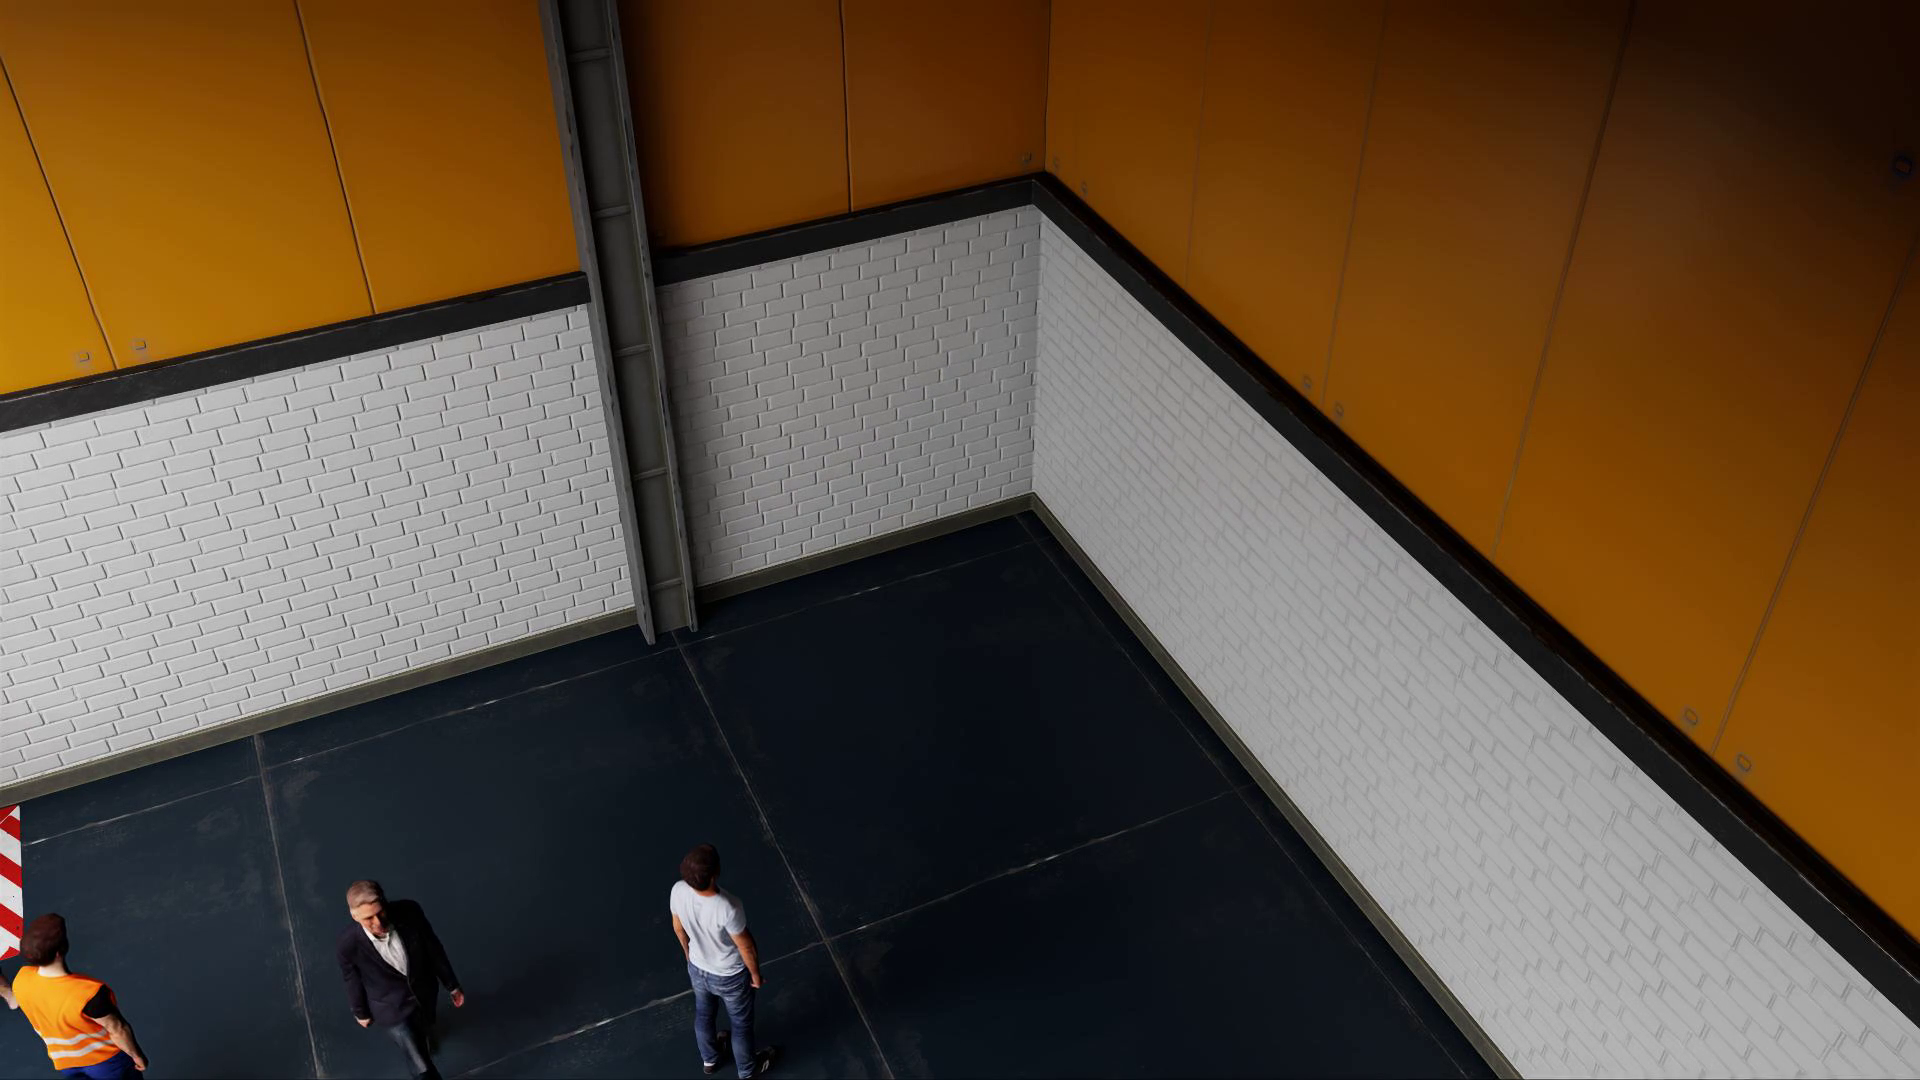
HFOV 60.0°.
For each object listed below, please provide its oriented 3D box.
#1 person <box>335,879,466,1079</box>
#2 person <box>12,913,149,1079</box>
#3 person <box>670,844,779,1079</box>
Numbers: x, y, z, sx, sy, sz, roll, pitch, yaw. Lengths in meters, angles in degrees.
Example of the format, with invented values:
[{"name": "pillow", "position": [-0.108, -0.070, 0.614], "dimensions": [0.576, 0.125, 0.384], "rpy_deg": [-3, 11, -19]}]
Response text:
[{"name": "person", "position": [-3.042, 2.396, 9.037], "dimensions": [1.188, 1.782, 0.984], "rpy_deg": [-31, 48, -33]}, {"name": "person", "position": [-4.514, 2.652, 8.638], "dimensions": [0.746, 1.881, 0.835], "rpy_deg": [5, 39, 7]}, {"name": "person", "position": [-1.315, 2.318, 9.067], "dimensions": [0.702, 1.866, 0.752], "rpy_deg": [15, 41, 17]}]
